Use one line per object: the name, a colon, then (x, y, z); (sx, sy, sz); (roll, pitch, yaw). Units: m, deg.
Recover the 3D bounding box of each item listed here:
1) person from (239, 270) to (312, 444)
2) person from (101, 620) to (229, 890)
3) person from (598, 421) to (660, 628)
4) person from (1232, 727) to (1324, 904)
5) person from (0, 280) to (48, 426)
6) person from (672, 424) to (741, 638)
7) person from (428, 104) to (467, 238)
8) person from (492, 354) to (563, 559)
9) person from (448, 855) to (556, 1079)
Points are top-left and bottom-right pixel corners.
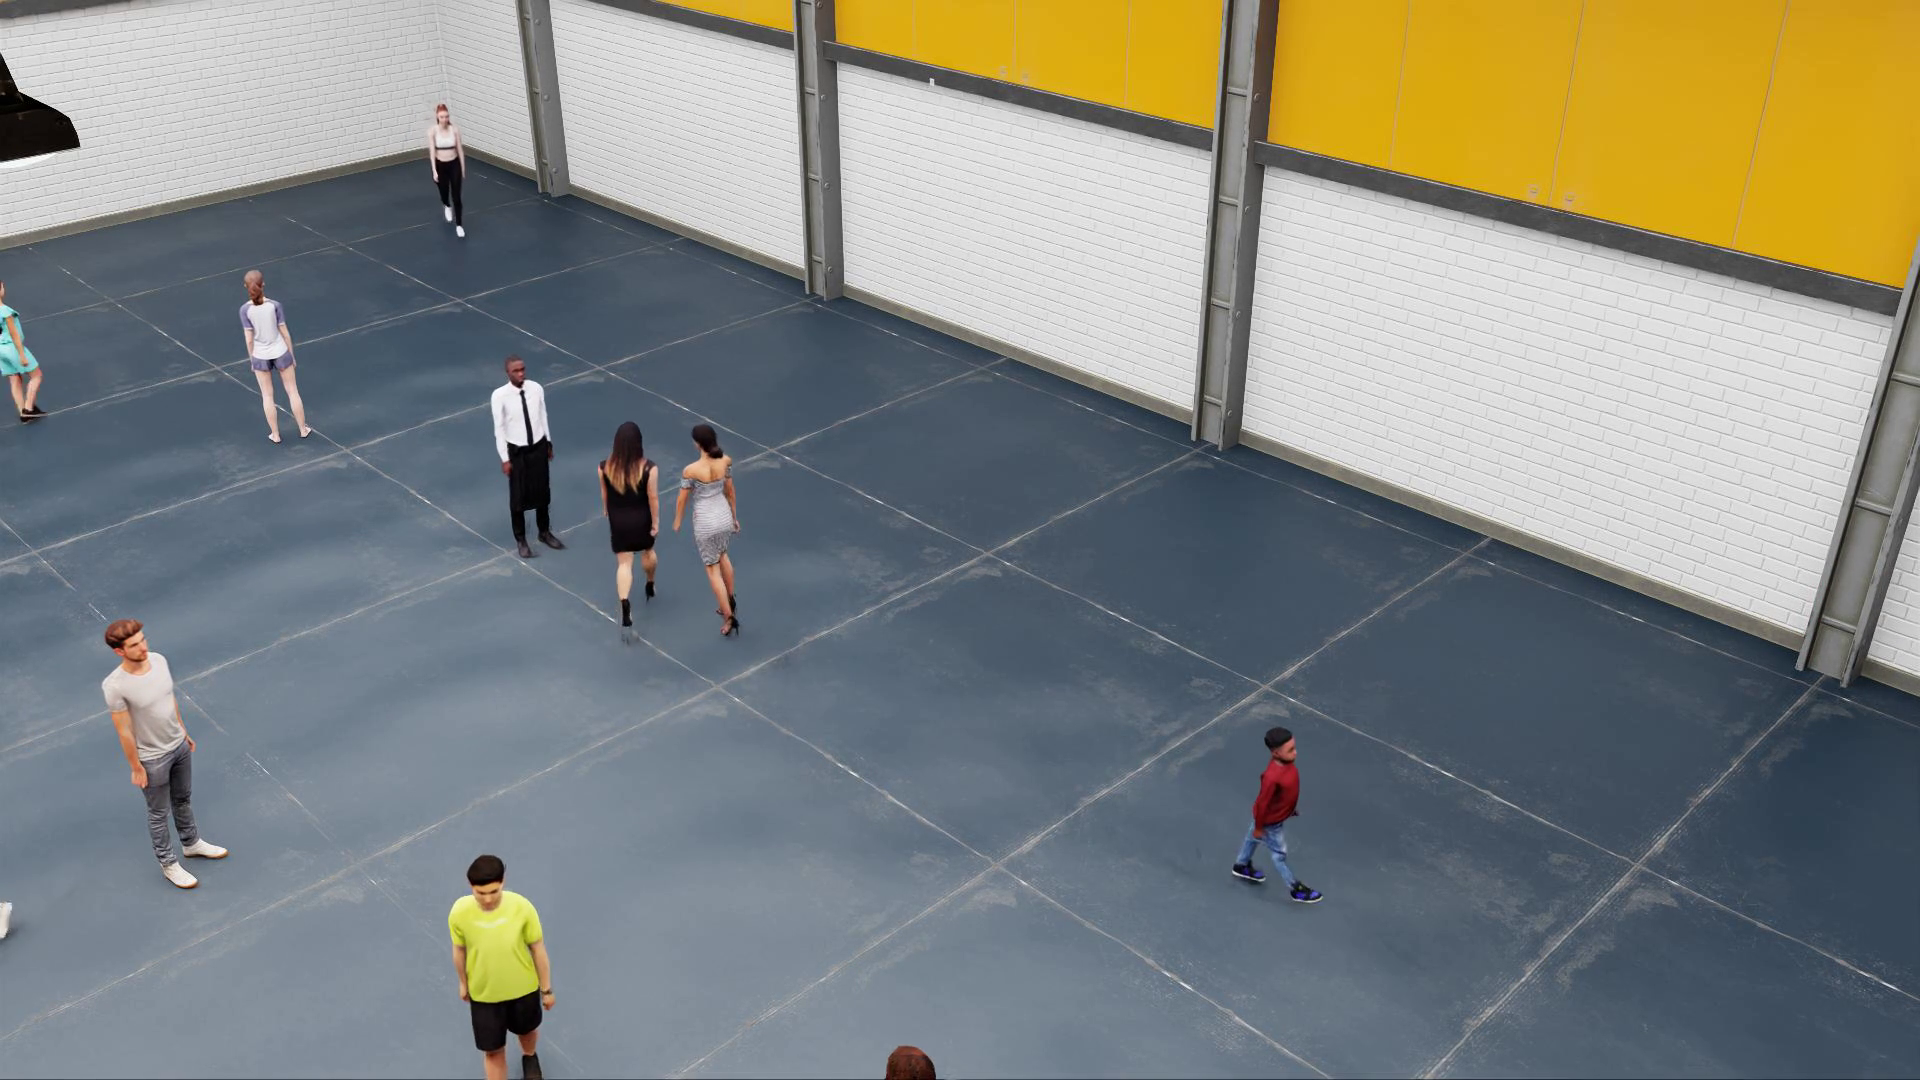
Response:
person: (-6.805, -1.814, 16.419); (0.664, 1.767, 0.675); (-11, 31, -20)
person: (-5.091, 1.316, 10.543); (0.737, 1.899, 0.735); (7, 29, 13)
person: (-2.646, -0.092, 13.347); (1.033, 1.685, 1.144); (-3, 29, -6)
person: (1.917, 1.706, 10.533); (0.904, 1.225, 0.675); (14, 32, 24)
person: (-9.624, -1.884, 16.771); (0.623, 1.554, 0.714); (10, 30, 18)
person: (-1.910, -0.044, 13.138); (0.624, 1.802, 0.784); (-21, 35, -34)
person: (-6.847, -4.951, 22.207); (0.810, 1.732, 1.014); (-12, 31, -20)
person: (-3.762, -0.759, 14.413); (0.669, 1.836, 0.578); (-20, 34, -32)
person: (-2.443, 2.326, 8.920); (0.935, 1.680, 1.059); (-6, 29, -10)
